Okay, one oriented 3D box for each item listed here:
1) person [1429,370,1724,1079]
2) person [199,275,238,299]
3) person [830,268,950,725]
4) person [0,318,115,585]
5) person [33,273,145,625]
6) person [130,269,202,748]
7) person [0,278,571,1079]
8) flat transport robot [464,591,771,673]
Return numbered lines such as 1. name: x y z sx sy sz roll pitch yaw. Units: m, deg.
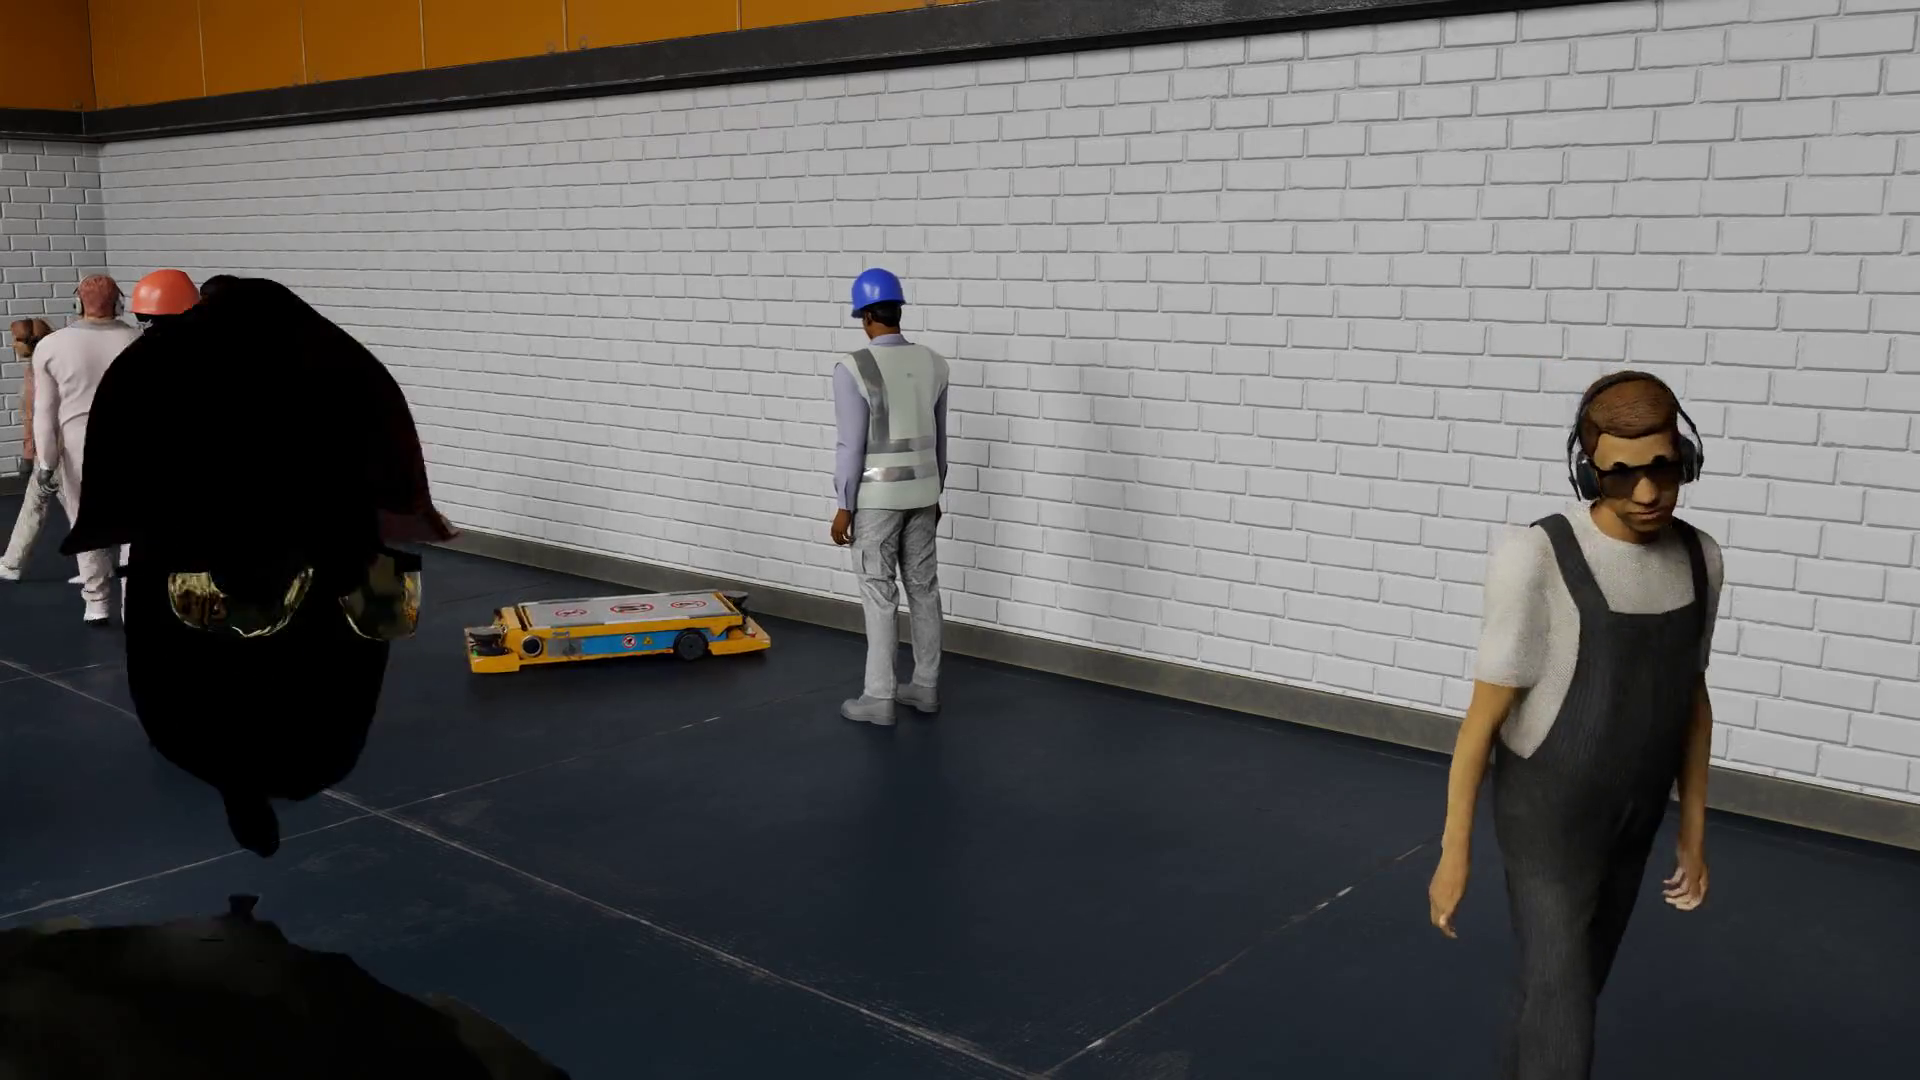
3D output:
1. person: 1.211 0.581 3.163 0.613 1.804 0.634 -5 11 -25
2. person: -3.214 -0.247 7.575 0.462 1.898 0.629 -8 13 -37
3. person: -0.310 -0.181 7.112 0.606 1.934 0.417 -9 14 -42
4. person: -5.503 -0.505 9.876 0.822 1.594 0.541 -4 11 -23
5. person: -4.479 -0.449 8.766 0.686 1.885 0.700 -5 11 -28
6. person: -3.113 -0.103 6.658 0.552 1.936 0.358 7 12 35
7. person: -0.432 0.852 0.973 0.630 2.026 0.713 3 10 14
8. flat transport robot: -1.717 0.441 8.307 1.431 0.197 0.652 -3 11 -19
